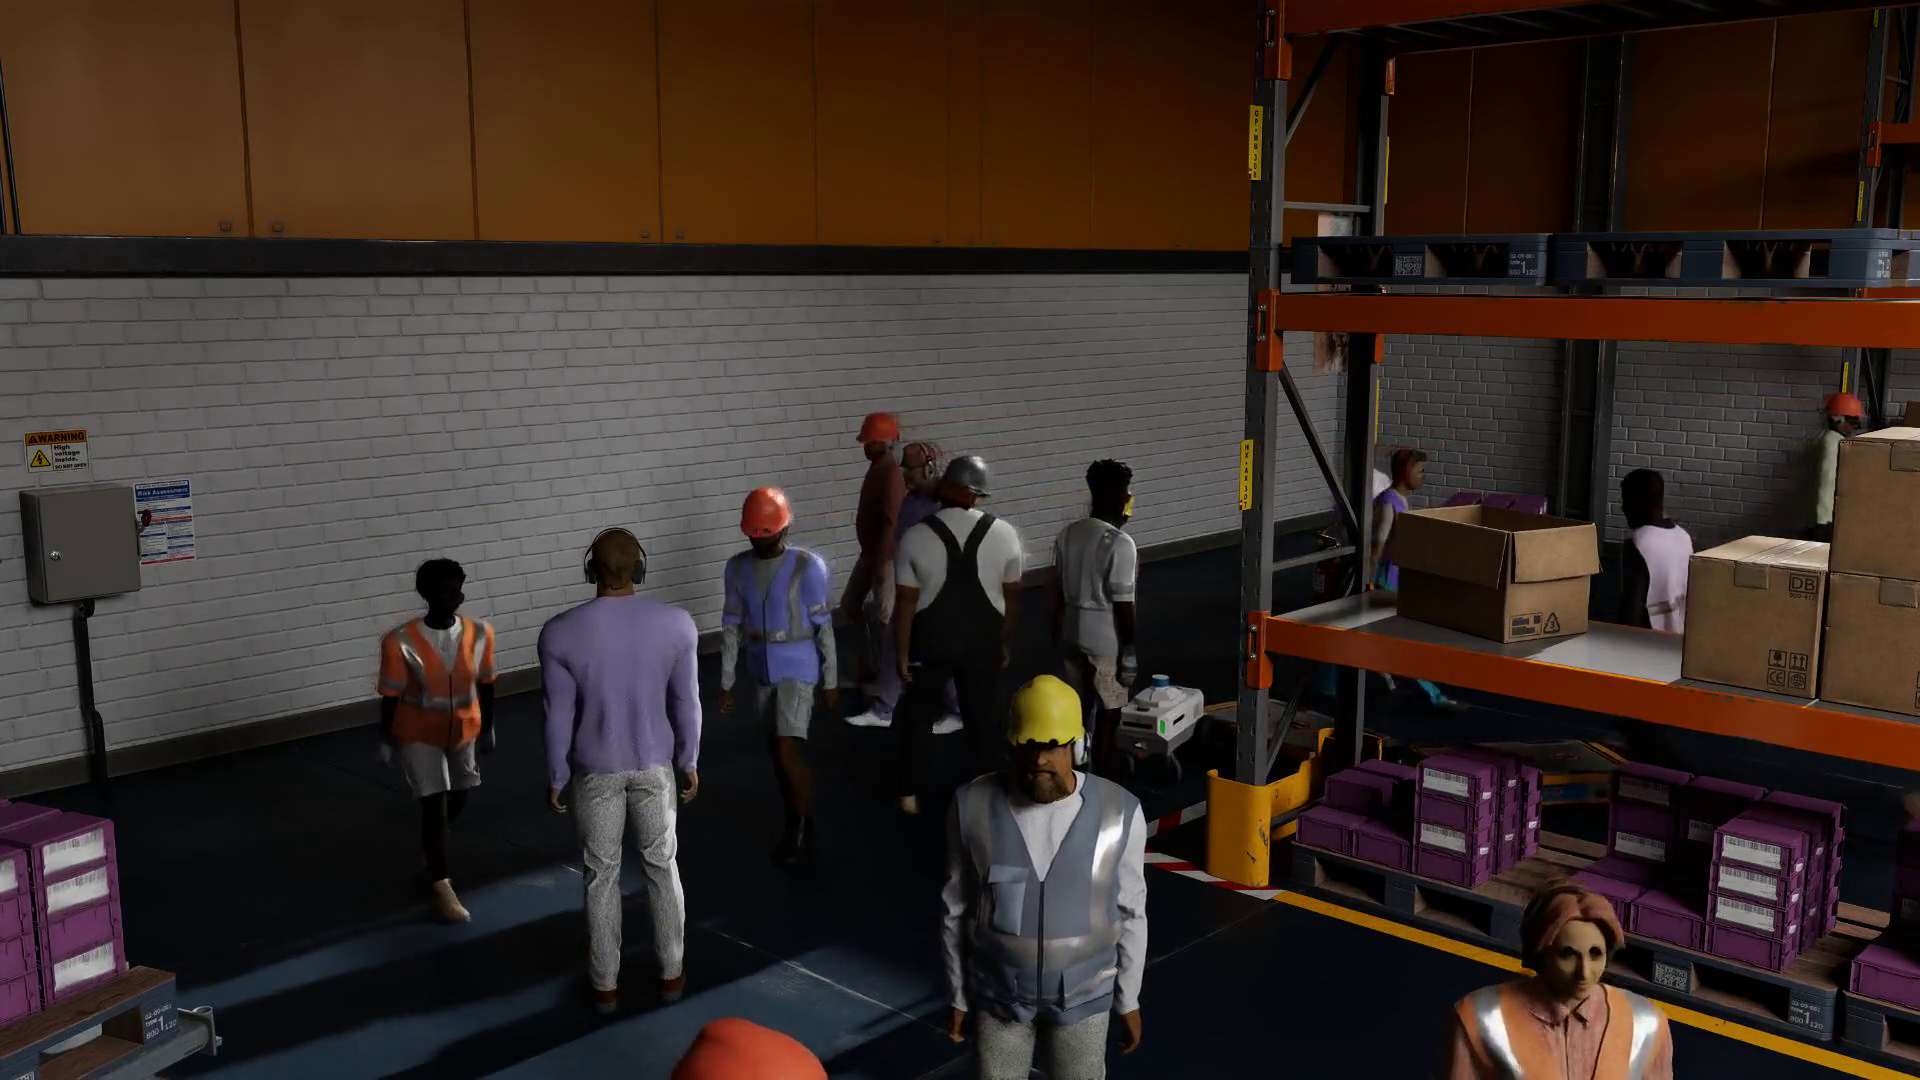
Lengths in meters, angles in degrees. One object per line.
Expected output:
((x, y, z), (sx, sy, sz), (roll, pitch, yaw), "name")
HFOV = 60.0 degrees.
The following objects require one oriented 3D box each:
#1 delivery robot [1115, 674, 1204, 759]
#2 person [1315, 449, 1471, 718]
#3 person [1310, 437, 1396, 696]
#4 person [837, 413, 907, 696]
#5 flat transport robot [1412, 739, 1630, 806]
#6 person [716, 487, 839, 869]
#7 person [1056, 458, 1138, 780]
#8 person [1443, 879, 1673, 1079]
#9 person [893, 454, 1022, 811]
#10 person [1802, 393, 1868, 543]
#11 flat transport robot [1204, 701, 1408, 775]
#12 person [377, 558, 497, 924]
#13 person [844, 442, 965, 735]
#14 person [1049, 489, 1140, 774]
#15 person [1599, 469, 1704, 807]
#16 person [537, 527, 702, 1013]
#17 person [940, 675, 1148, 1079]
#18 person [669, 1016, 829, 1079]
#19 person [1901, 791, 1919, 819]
((1.175, 1.038, 9.806), (0.477, 0.478, 0.707), (5, 10, 27), "delivery robot")
((2.849, 0.285, 10.977), (1.023, 1.780, 0.579), (3, 10, 20), "person")
((2.787, 0.150, 11.607), (0.748, 1.841, 0.569), (8, 12, 40), "person")
((-0.661, 0.111, 11.434), (0.620, 1.967, 0.646), (-3, 10, -18), "person")
((3.175, 1.310, 9.290), (1.431, 0.197, 0.652), (-1, 9, -7), "flat transport robot")
((-0.912, 0.674, 8.199), (0.563, 1.902, 0.559), (5, 10, 26), "person")
((0.752, 0.537, 8.878), (0.372, 1.957, 0.604), (-6, 11, -31), "person")
((1.335, 1.560, 3.630), (0.541, 1.606, 0.757), (-1, 9, -4), "person")
((-0.011, 0.505, 8.813), (0.698, 2.000, 0.819), (-1, 9, -9), "person")
((6.914, -0.172, 13.146), (0.483, 1.976, 0.644), (4, 10, 25), "person")
((1.941, 1.188, 10.039), (0.652, 0.197, 1.431), (-6, 11, -32), "flat transport robot")
((-2.446, 0.876, 7.715), (0.542, 1.667, 0.749), (-8, 12, -39), "person")
((-0.324, 0.326, 10.424), (0.895, 1.867, 0.663), (-4, 10, -22), "person")
((0.720, 0.552, 9.494), (0.566, 1.723, 0.660), (5, 10, 28), "person")
((3.726, 0.574, 8.832), (0.629, 1.896, 0.586), (-8, 12, -40), "person")
((-1.342, 0.912, 6.632), (0.635, 1.937, 0.352), (-3, 10, -20), "person")
((0.236, 1.280, 4.735), (0.591, 1.822, 0.404), (1, 9, 4), "person")
((-0.269, 1.608, 2.375), (0.358, 1.937, 0.544), (8, 12, 42), "person")
((5.105, 0.744, 8.061), (0.798, 1.815, 0.618), (6, 11, 33), "person")
